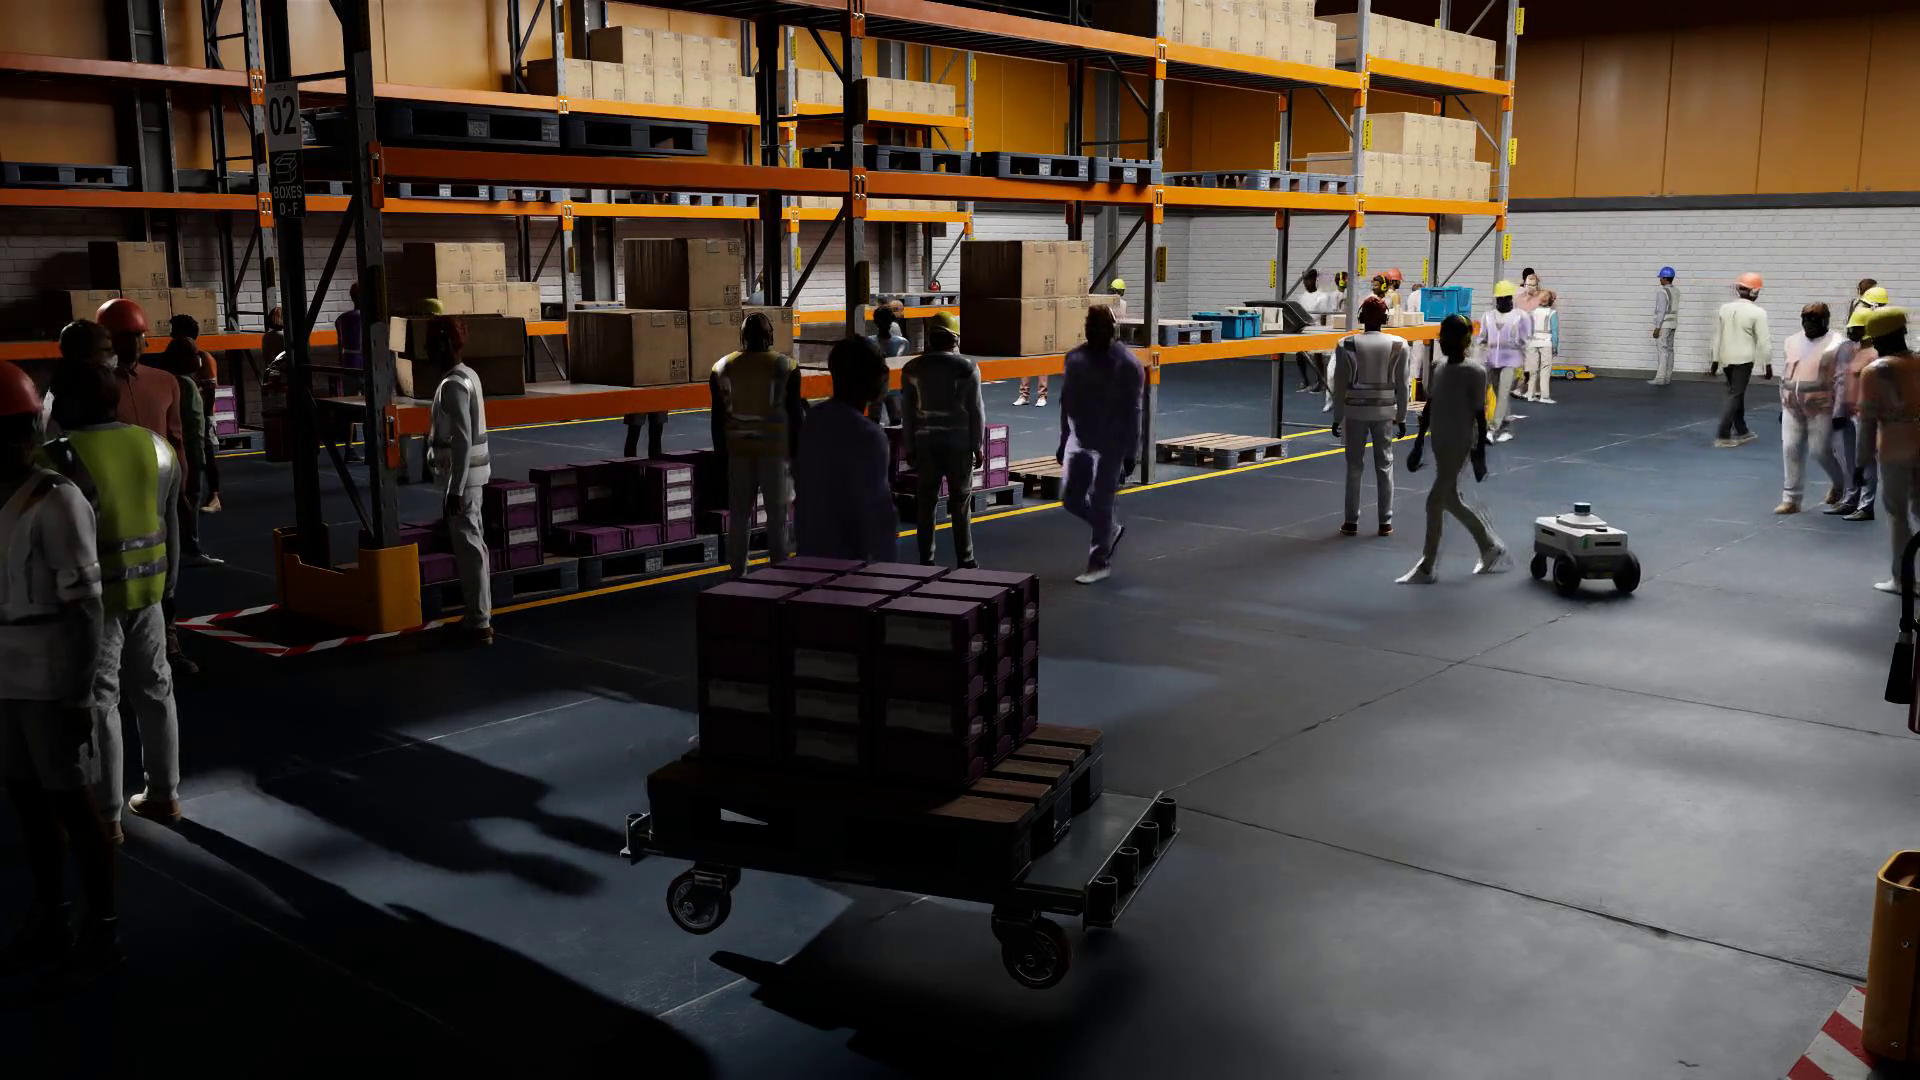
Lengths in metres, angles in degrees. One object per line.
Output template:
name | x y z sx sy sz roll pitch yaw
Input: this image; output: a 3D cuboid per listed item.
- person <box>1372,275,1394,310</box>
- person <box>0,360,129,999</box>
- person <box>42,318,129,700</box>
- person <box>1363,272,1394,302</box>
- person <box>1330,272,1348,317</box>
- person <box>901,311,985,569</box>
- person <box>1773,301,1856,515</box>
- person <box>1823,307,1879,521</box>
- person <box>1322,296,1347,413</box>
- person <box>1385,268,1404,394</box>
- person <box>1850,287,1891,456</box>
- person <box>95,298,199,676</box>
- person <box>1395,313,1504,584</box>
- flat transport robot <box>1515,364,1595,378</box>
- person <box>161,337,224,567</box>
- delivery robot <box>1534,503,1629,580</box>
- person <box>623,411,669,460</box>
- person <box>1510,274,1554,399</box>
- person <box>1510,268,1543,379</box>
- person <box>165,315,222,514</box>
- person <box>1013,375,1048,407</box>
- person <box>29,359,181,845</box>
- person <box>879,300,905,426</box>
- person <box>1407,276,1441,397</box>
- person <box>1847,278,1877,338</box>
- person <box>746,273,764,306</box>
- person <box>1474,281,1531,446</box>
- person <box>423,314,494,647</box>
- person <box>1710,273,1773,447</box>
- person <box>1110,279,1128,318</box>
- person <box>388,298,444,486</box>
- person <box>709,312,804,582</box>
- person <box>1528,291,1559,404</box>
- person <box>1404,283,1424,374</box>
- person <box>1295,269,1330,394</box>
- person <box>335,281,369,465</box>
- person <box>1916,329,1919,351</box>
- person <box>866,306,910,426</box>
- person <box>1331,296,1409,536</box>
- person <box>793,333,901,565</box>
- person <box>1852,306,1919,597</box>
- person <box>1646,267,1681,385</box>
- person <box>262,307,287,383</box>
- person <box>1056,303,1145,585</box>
person | 5.968 -2.830 23.705 0.329 1.874 0.518 -3 10 -17
person | -2.821 0.419 5.014 0.551 1.935 0.371 6 12 31
person | -4.284 -0.115 8.119 0.483 1.924 0.631 -5 11 -26
person | 6.283 -3.098 25.216 0.654 1.903 0.575 -8 13 -37
person | 6.142 -3.386 26.986 0.396 1.894 0.569 5 11 27
person | -0.106 -0.669 11.535 0.586 1.825 0.403 2 10 13
person | 7.282 -1.118 14.131 0.671 1.823 0.626 -6 12 -31
person | 7.466 -1.043 13.830 0.325 1.767 0.533 0 10 2
person | 5.242 -2.516 22.654 0.504 1.607 0.622 6 12 32
person | 6.681 -3.235 25.814 0.365 1.939 0.542 -3 10 -17
person | 9.946 -1.847 18.218 0.403 1.832 0.586 2 10 13
person | -4.286 -0.244 8.620 0.375 1.997 0.612 7 12 34
person | 3.379 -0.626 11.288 0.923 1.839 0.510 -4 11 -21
flat transport robot | 10.217 -2.941 28.888 1.431 0.197 0.652 2 10 11
person | -5.491 -0.627 11.833 0.268 1.632 0.507 -9 13 -41
delivery robot | 4.138 -0.005 11.095 0.477 0.478 0.707 -1 10 -8
person | -2.793 -1.372 14.924 0.608 2.039 0.395 -8 13 -40
person | 8.441 -3.029 24.845 0.938 1.858 0.683 -7 12 -35
person | 9.728 -3.718 28.627 0.591 1.919 0.392 5 11 29
person | -6.541 -1.065 14.151 0.535 1.697 0.318 4 11 21
person | 1.035 -2.857 23.755 0.641 1.908 0.407 6 12 30
person | -3.261 0.235 6.337 0.429 1.843 0.633 4 11 24
person | -0.819 -2.240 21.135 0.870 1.588 0.495 -1 10 -6
person | 7.067 -3.096 25.118 0.640 1.909 0.409 0 10 -2
person | 12.821 -2.804 23.667 0.415 1.830 0.520 1 10 4
person | -2.659 -2.706 22.805 0.634 1.937 0.354 9 13 41
person | 6.203 -2.030 19.137 0.992 1.871 0.611 -9 13 -41
person | -2.845 -0.334 9.455 0.337 1.882 0.585 -2 10 -11
person | 8.969 -2.032 18.892 0.900 1.958 0.663 -4 11 -22
person | 2.504 -3.285 26.597 0.326 1.767 0.532 -7 12 -36
person | -5.192 -1.391 15.798 0.719 1.787 0.406 -9 13 -40
person | -1.328 -0.577 10.991 0.625 1.836 0.428 2 10 9
person | 8.498 -2.804 24.221 0.310 1.636 0.523 -4 11 -24
person | 8.186 -3.770 29.727 0.536 1.624 0.413 -1 10 -7
person | 5.436 -3.214 25.710 0.572 1.939 0.637 -9 13 -42
person | -6.239 -1.748 17.401 0.547 1.929 0.411 4 11 22
person | 10.263 -1.787 17.272 0.607 2.044 0.372 7 12 33
person | -0.744 -1.446 16.335 0.538 1.694 0.319 -2 10 -9
person | 3.214 -0.965 13.048 0.584 1.881 0.337 1 10 6
person | -0.453 0.143 6.644 0.457 1.924 0.636 -4 11 -21
person | 6.135 -0.565 10.790 0.643 1.876 0.651 -2 10 -9
person | 11.664 -3.539 27.523 0.391 1.948 0.605 10 14 44
person | -7.299 -1.688 17.900 0.497 1.629 0.277 7 12 34
person | 0.963 -0.658 11.280 0.658 1.885 0.563 9 14 42
